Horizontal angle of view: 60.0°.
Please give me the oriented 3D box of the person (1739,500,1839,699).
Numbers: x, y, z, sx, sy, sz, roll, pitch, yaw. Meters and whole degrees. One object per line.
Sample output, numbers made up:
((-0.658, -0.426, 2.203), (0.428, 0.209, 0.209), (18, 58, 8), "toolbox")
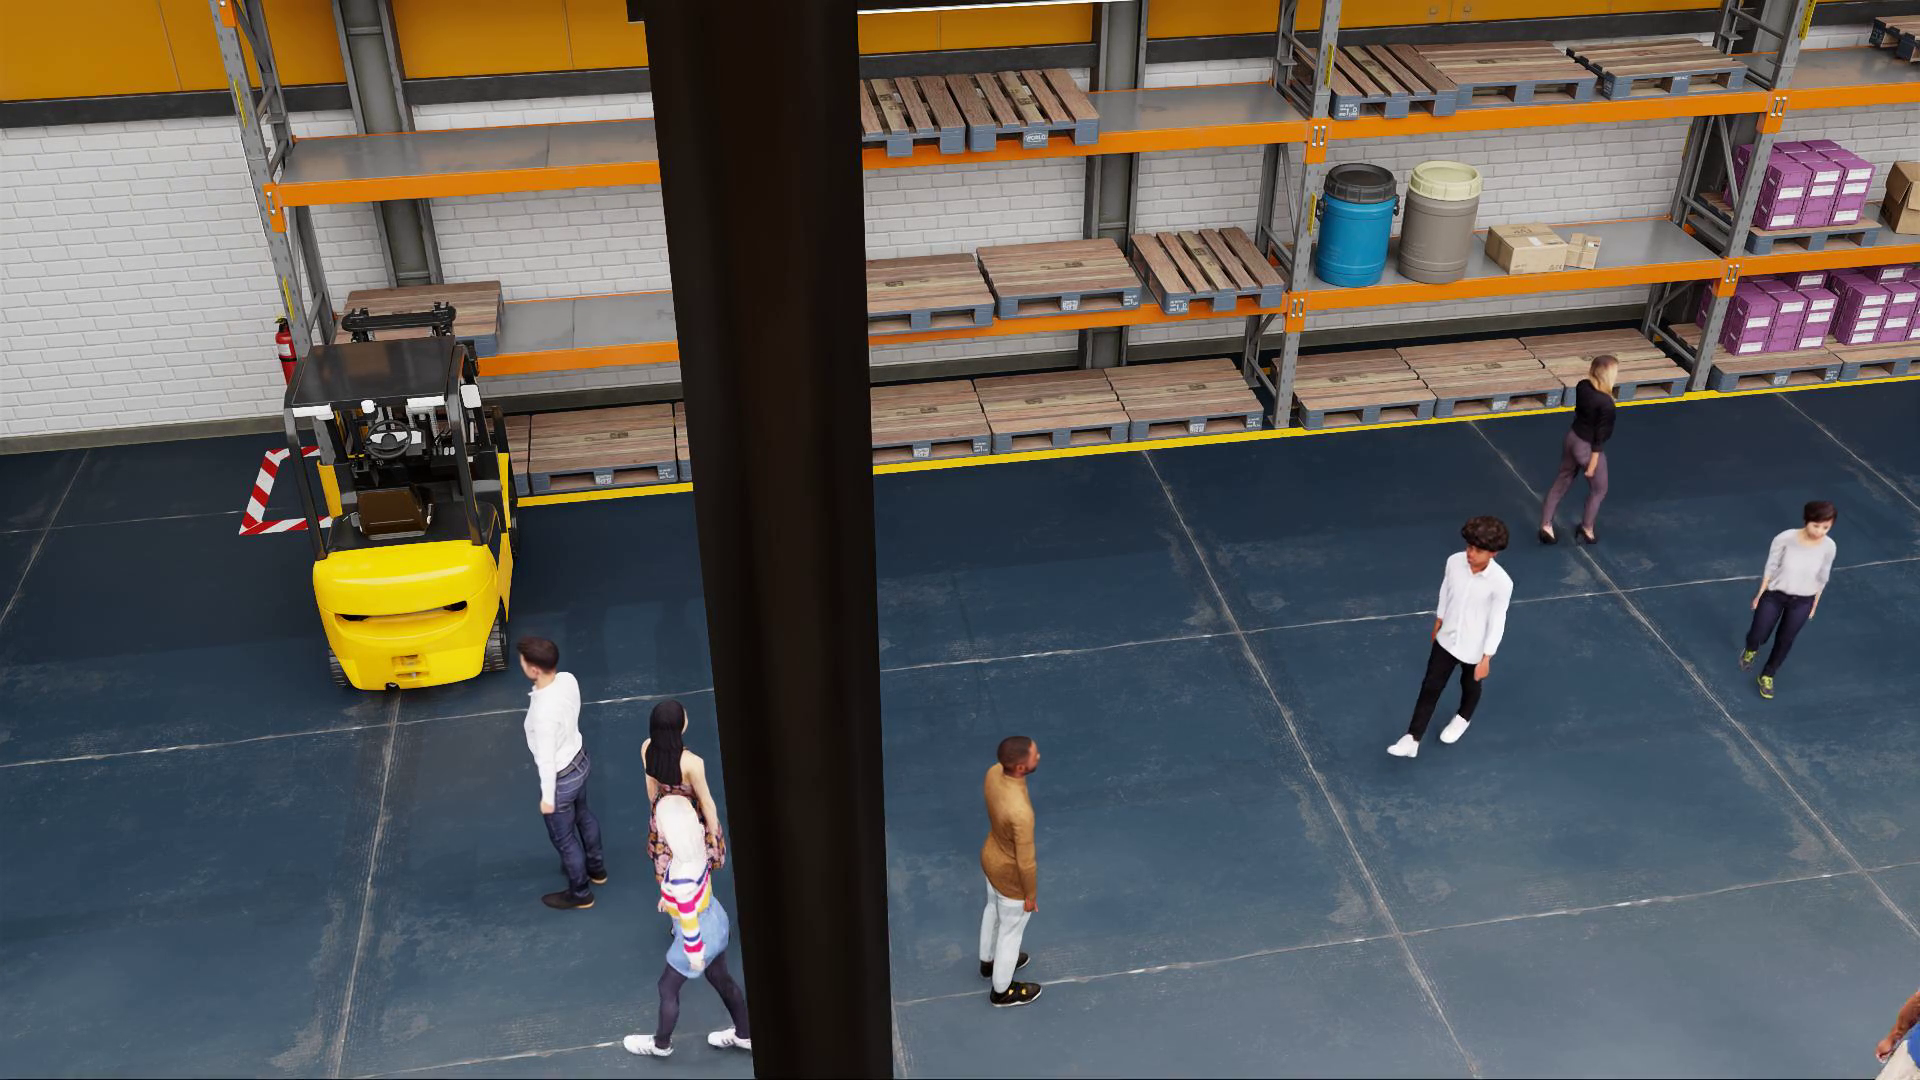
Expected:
((5.619, 0.343, 11.311), (0.693, 1.541, 0.748), (9, 35, 14), "person")

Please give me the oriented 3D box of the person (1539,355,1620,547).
((4.666, -0.640, 12.687), (0.750, 1.655, 0.651), (-10, 35, -15), "person")

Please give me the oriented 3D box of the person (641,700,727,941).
((-1.530, 1.593, 9.220), (0.789, 1.774, 0.862), (15, 37, 22), "person")

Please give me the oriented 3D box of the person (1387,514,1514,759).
((3.304, 0.598, 10.711), (1.135, 1.779, 1.000), (-29, 43, -36), "person")

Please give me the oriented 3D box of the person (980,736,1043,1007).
((0.253, 1.759, 8.931), (0.624, 1.817, 0.662), (-13, 36, -19), "person")

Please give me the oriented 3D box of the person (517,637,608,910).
((-2.261, 1.334, 9.530), (0.693, 1.862, 0.691), (5, 34, 7), "person")

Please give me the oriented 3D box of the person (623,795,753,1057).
((-1.261, 2.018, 8.574), (1.017, 1.782, 0.814), (3, 34, 4), "person")
